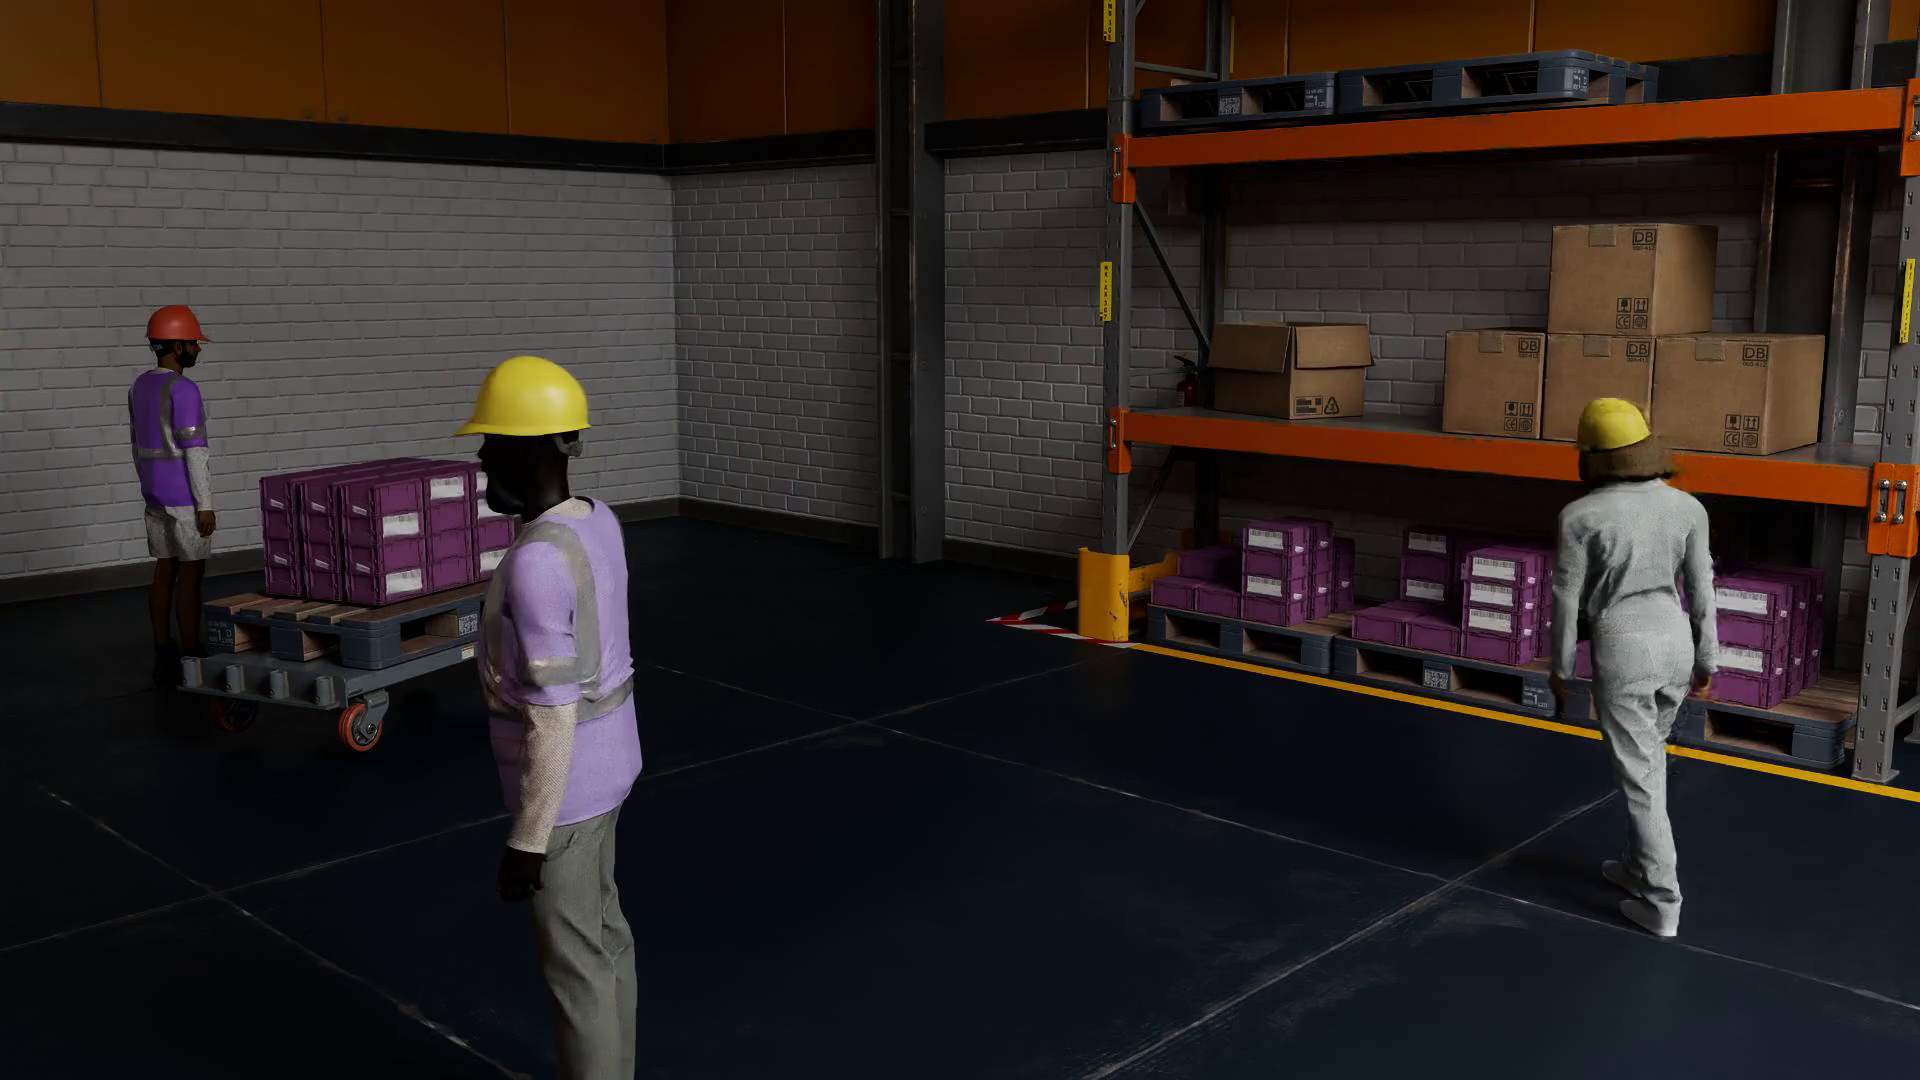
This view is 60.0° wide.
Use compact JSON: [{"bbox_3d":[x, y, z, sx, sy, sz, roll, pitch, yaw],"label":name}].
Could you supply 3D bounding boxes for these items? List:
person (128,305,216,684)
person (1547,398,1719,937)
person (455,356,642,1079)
[{"bbox_3d":[-3.997,-0.233,8.555,0.552,1.935,0.374,7,11,35],"label":"person"},{"bbox_3d":[2.174,0.392,5.426,0.513,1.701,0.642,-2,9,-11],"label":"person"},{"bbox_3d":[-0.921,0.550,3.781,0.373,1.928,0.584,0,9,0],"label":"person"}]
